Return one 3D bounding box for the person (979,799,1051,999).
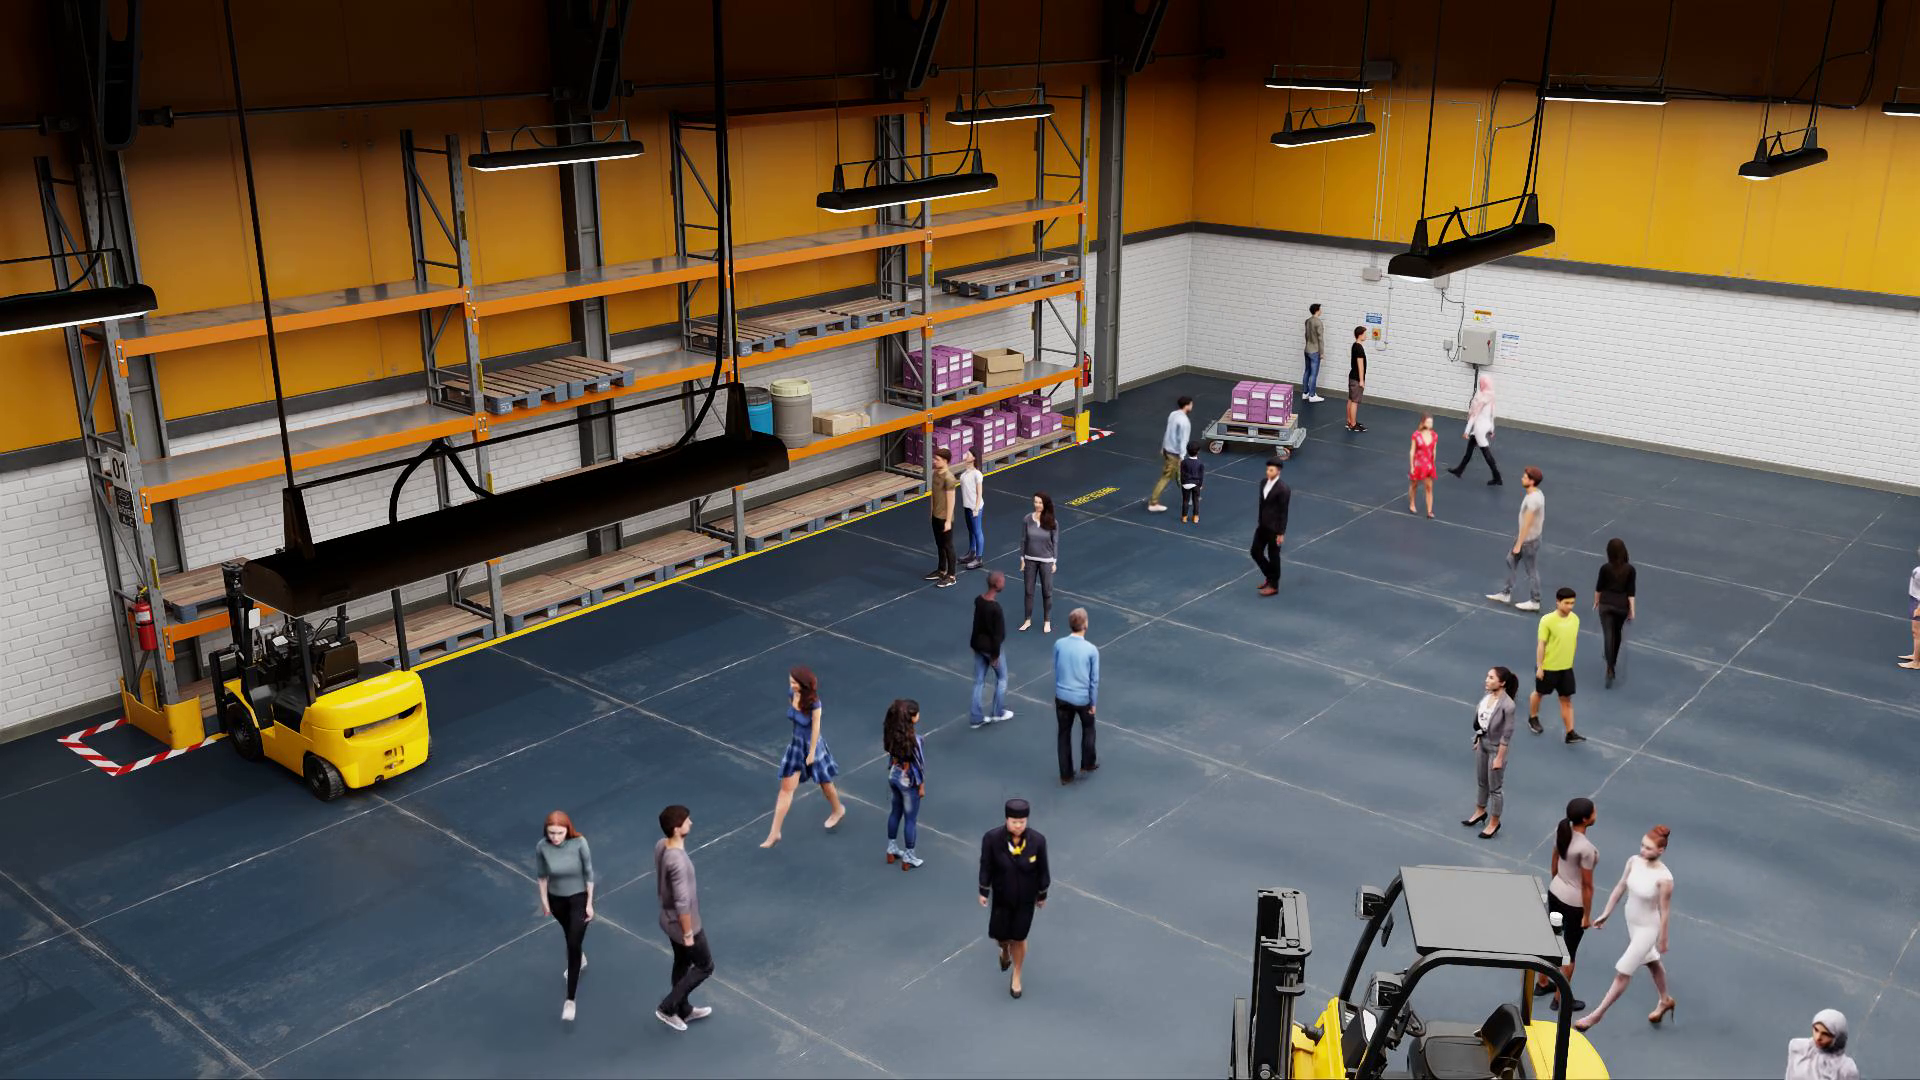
[{"bbox_3d":[0.424,2.766,13.063,0.875,1.665,0.925,1,19,2],"label":"person"}]

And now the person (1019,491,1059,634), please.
[{"bbox_3d":[0.964,0.254,20.363,0.689,1.767,0.687,4,19,11],"label":"person"}]

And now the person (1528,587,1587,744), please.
[{"bbox_3d":[6.208,1.271,17.493,1.073,1.671,1.083,-4,19,-12],"label":"person"}]

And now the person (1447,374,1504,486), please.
[{"bbox_3d":[8.266,-1.679,26.134,1.229,1.746,0.855,-15,24,-38],"label":"person"}]

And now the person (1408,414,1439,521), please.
[{"bbox_3d":[6.848,-1.119,24.768,0.967,1.558,1.087,0,19,1],"label":"person"}]

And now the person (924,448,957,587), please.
[{"bbox_3d":[-0.217,-0.320,21.935,0.709,1.851,0.740,-9,21,-26],"label":"person"}]

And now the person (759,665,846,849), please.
[{"bbox_3d":[-1.334,1.980,15.284,1.196,1.737,0.679,-17,25,-42],"label":"person"}]

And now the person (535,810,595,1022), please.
[{"bbox_3d":[-3.012,2.805,12.949,1.064,1.663,1.211,2,19,5],"label":"person"}]

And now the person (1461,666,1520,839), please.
[{"bbox_3d":[4.963,1.952,15.460,0.760,1.677,0.729,-5,19,-14],"label":"person"}]

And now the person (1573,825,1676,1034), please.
[{"bbox_3d":[5.201,2.931,12.455,1.173,1.741,1.010,-4,19,-12],"label":"person"}]

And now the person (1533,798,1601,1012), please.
[{"bbox_3d":[4.702,2.791,12.861,0.710,1.746,0.683,-5,19,-15],"label":"person"}]

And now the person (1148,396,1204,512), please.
[{"bbox_3d":[3.125,-1.262,24.894,1.228,1.748,1.134,-3,19,-8],"label":"person"}]

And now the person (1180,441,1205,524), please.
[{"bbox_3d":[3.412,-0.861,24.526,0.577,1.222,0.613,2,19,6],"label":"person"}]

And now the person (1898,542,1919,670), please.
[{"bbox_3d":[11.170,0.717,19.301,0.648,1.567,0.496,11,22,30],"label":"person"}]

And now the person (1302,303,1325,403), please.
[{"bbox_3d":[6.695,-3.572,31.571,0.781,1.865,0.792,-7,20,-19],"label":"person"}]

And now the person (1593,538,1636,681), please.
[{"bbox_3d":[7.448,0.818,18.942,0.953,1.605,1.129,3,19,9],"label":"person"}]

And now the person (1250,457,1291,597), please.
[{"bbox_3d":[4.107,-0.189,21.521,0.800,1.868,0.823,-9,21,-26],"label":"person"}]

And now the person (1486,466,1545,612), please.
[{"bbox_3d":[7.255,0.003,20.937,0.965,1.876,0.967,5,19,15],"label":"person"}]

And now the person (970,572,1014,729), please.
[{"bbox_3d":[0.232,1.191,17.646,0.660,1.726,0.770,18,25,42],"label":"person"}]

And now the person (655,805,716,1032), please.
[{"bbox_3d":[-2.173,2.865,12.488,0.848,1.843,0.821,-9,21,-24],"label":"person"}]

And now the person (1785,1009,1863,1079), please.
[{"bbox_3d":[5.318,3.654,10.290,1.048,1.752,0.820,-12,22,-31],"label":"person"}]

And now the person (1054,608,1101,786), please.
[{"bbox_3d":[1.096,1.566,16.415,0.783,1.801,0.879,7,20,21],"label":"person"}]

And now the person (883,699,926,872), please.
[{"bbox_3d":[-0.490,2.168,14.909,0.598,1.621,0.645,-15,24,-38],"label":"person"}]

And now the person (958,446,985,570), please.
[{"bbox_3d":[0.186,-0.449,22.578,0.680,1.685,0.677,-7,20,-20],"label":"person"}]

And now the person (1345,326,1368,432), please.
[{"bbox_3d":[7.043,-2.885,29.536,0.823,1.862,0.742,0,19,0],"label":"person"}]
